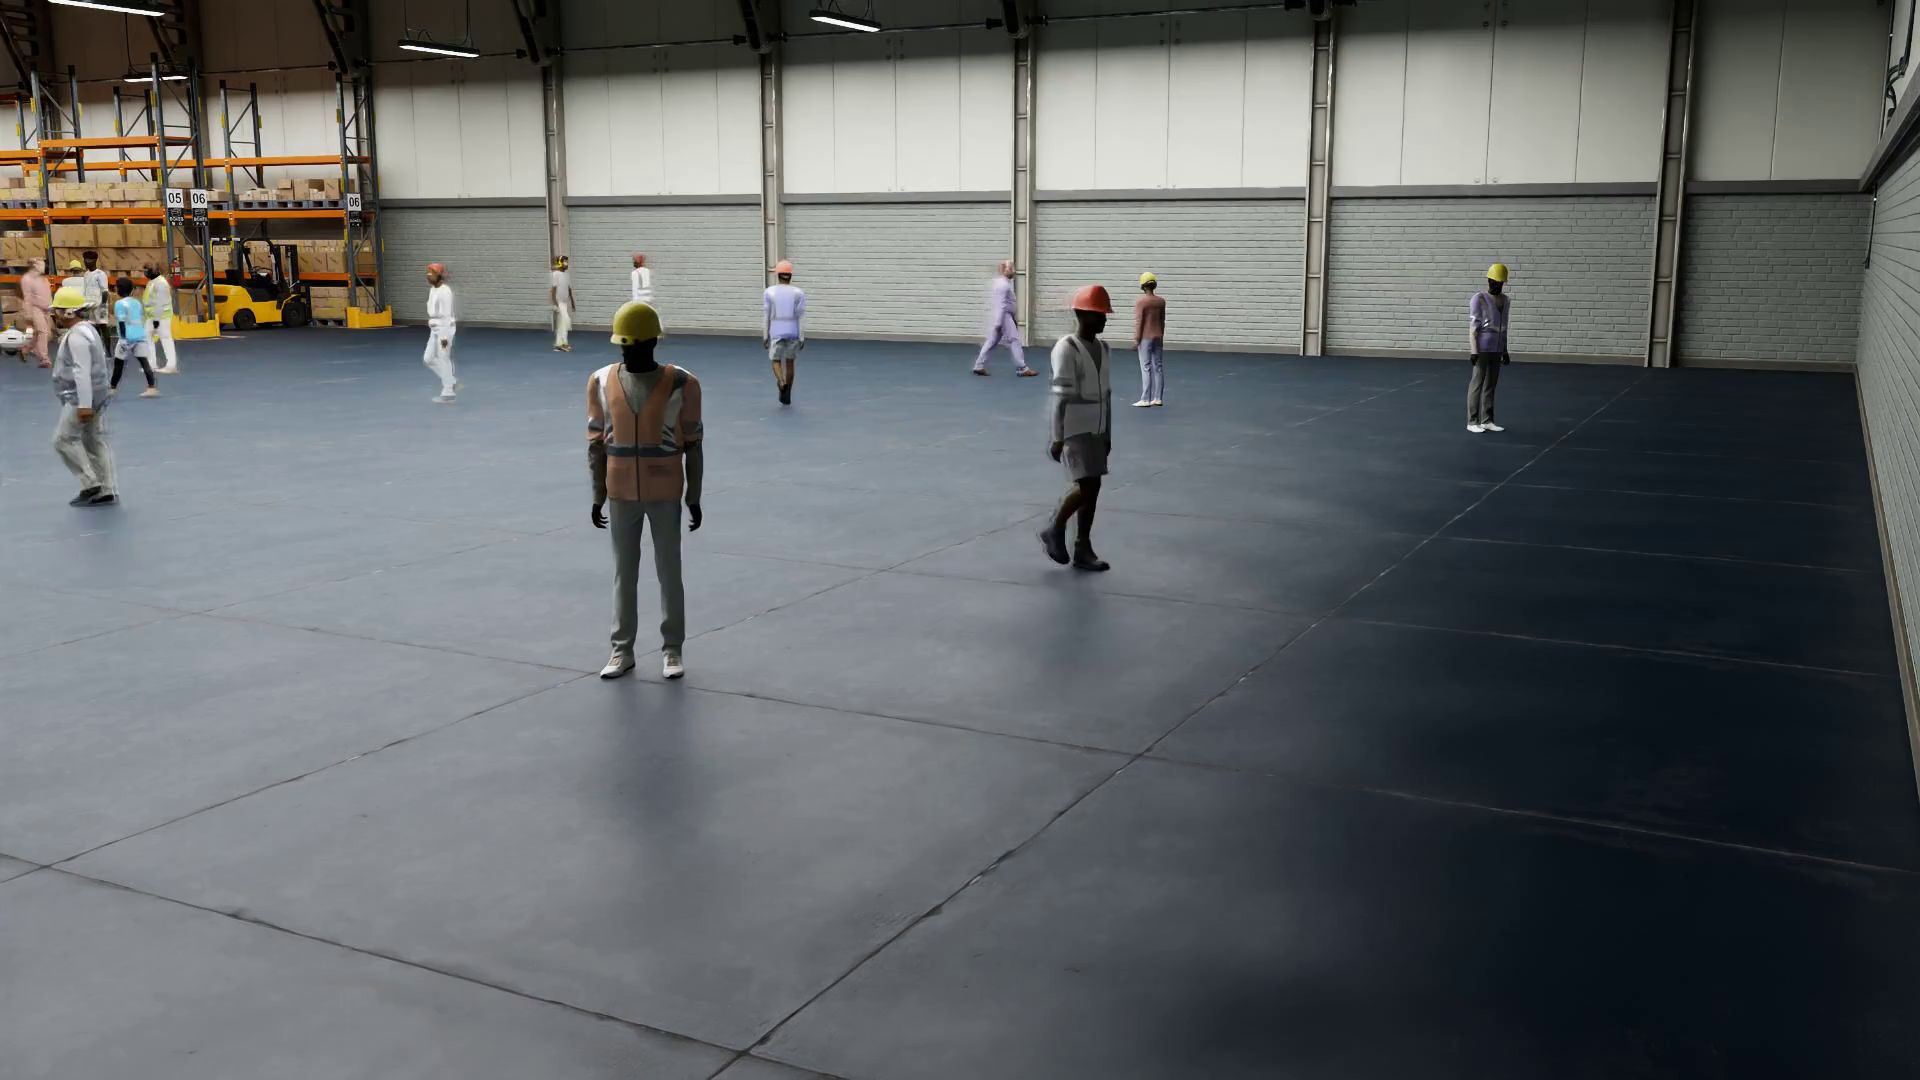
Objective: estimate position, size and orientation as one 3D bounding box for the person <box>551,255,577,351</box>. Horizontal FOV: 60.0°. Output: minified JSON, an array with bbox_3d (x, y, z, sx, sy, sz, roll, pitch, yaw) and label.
[{"bbox_3d":[-7.637,-4.582,32.248,0.647,1.847,0.552,3,11,17],"label":"person"}]

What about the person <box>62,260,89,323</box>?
[{"bbox_3d":[-16.709,-4.416,31.566,0.532,1.772,0.300,-6,12,-30],"label":"person"}]

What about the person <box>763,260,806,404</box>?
[{"bbox_3d":[-2.307,-2.719,21.900,0.566,1.924,0.651,-2,11,-10],"label":"person"}]

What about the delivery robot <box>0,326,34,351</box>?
[{"bbox_3d":[-17.518,-3.707,30.756,0.707,0.478,0.477,2,11,10],"label":"delivery robot"}]

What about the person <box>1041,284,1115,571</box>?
[{"bbox_3d":[0.823,-0.734,11.072,0.435,1.920,0.574,9,14,41],"label":"person"}]

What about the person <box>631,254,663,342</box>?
[{"bbox_3d":[-6.454,-4.904,33.957,0.669,1.867,0.596,6,12,28],"label":"person"}]

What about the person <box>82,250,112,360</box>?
[{"bbox_3d":[-15.586,-4.223,29.990,0.607,1.961,0.367,7,12,32],"label":"person"}]

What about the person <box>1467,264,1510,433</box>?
[{"bbox_3d":[6.057,-2.184,18.986,0.584,1.919,0.381,-6,12,-30],"label":"person"}]

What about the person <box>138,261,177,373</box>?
[{"bbox_3d":[-13.093,-3.596,26.941,0.691,1.817,0.667,-8,13,-37],"label":"person"}]

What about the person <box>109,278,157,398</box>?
[{"bbox_3d":[-11.520,-2.780,22.943,0.866,1.647,0.546,2,11,8],"label":"person"}]

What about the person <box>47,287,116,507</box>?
[{"bbox_3d":[-7.252,-1.161,13.669,0.467,1.816,0.626,-4,11,-18],"label":"person"}]

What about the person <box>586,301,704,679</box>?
[{"bbox_3d":[-1.591,-0.244,8.412,0.589,1.917,0.392,1,10,3],"label":"person"}]

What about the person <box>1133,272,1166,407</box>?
[{"bbox_3d":[2.469,-2.620,21.791,0.524,1.764,0.329,-8,13,-37],"label":"person"}]

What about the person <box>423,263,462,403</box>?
[{"bbox_3d":[-6.960,-2.757,22.234,0.413,1.870,0.617,-7,13,-35],"label":"person"}]

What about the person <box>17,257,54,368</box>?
[{"bbox_3d":[-15.727,-3.860,28.238,0.685,1.890,0.656,0,10,1],"label":"person"}]

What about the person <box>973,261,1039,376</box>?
[{"bbox_3d":[0.693,-3.519,26.495,1.043,1.854,0.635,-1,10,-4],"label":"person"}]
